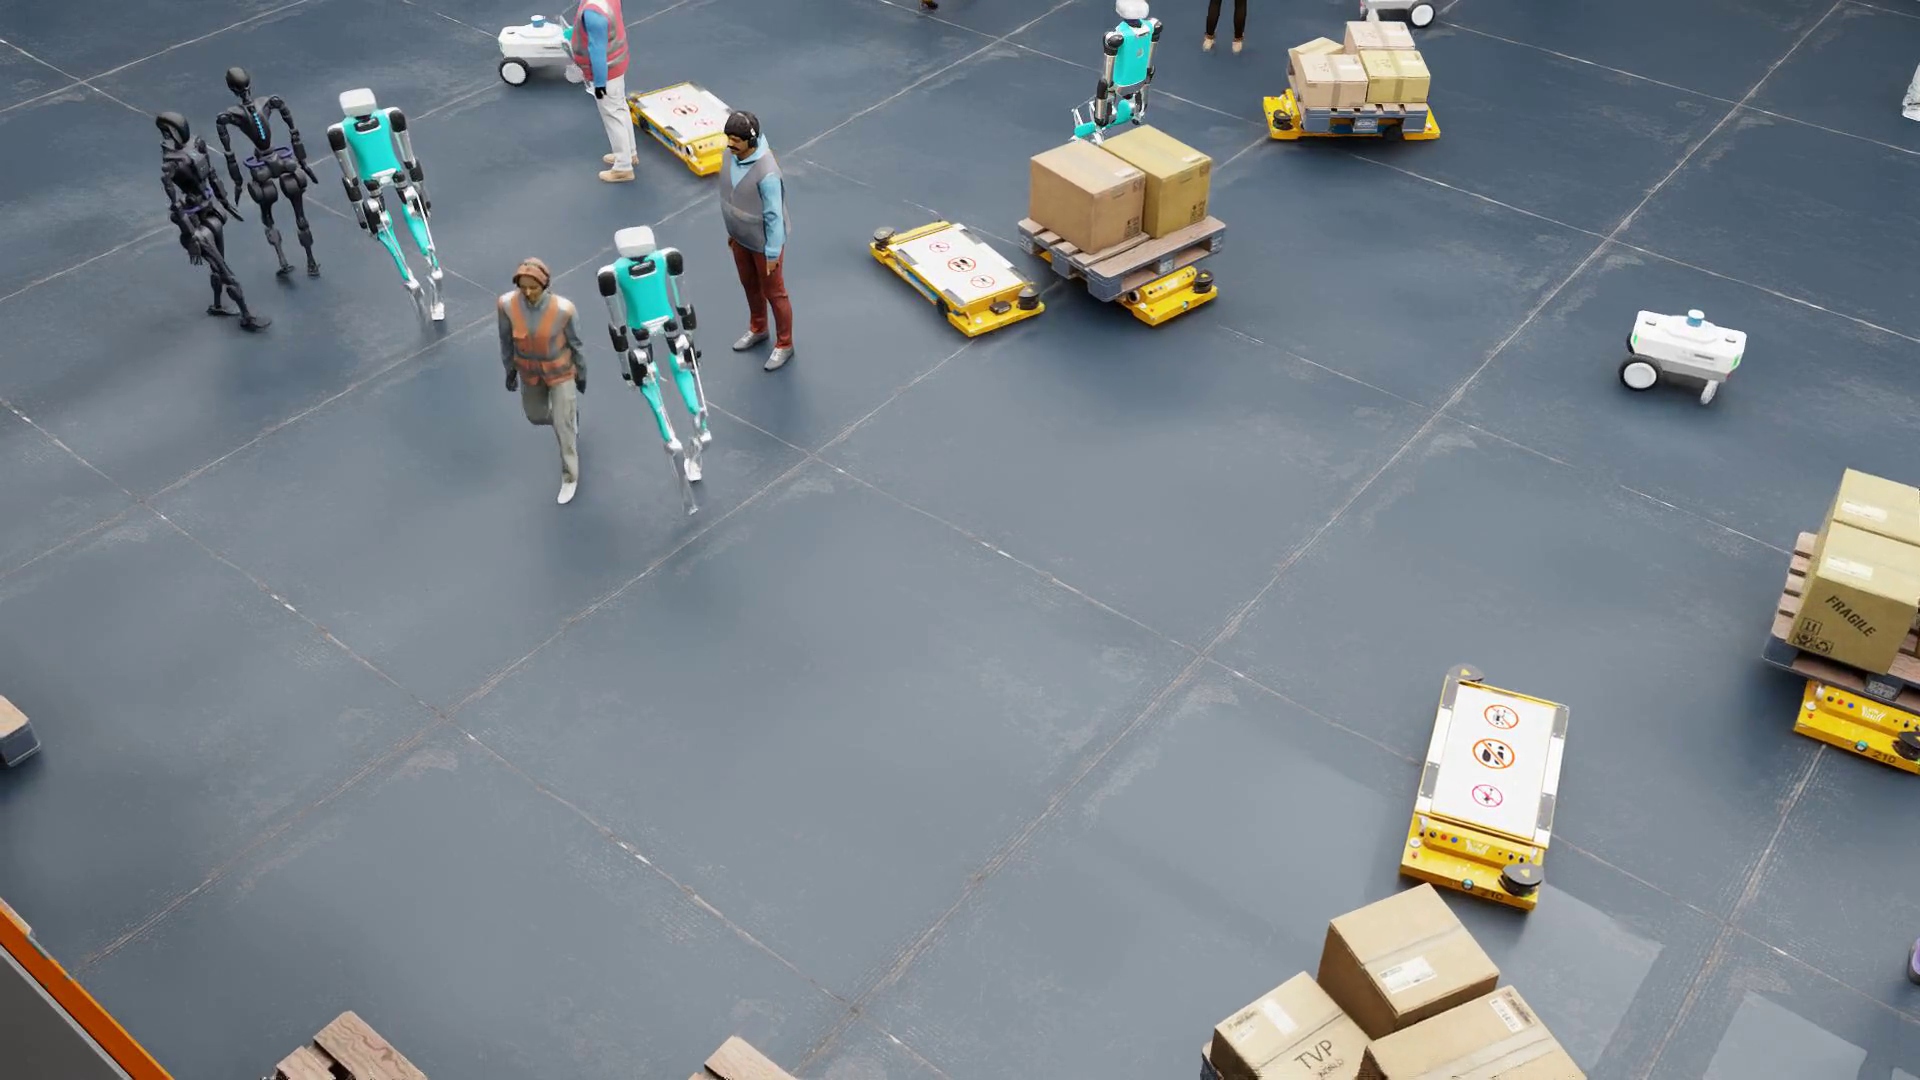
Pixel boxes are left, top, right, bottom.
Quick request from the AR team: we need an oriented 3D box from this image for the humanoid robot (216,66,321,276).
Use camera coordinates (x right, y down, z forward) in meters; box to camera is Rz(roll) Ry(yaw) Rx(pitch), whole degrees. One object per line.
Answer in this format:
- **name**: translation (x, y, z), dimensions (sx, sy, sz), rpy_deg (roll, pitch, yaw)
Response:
- **humanoid robot**: translation (-5.013, -2.669, 12.130), dimensions (0.601, 1.647, 0.347), rpy_deg (-26, 47, -28)

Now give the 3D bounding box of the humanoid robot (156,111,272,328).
- **humanoid robot**: translation (-5.240, -2.247, 11.641), dimensions (0.581, 1.647, 0.592), rpy_deg (5, 41, 6)

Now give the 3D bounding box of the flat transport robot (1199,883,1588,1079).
- **flat transport robot**: translation (1.779, 2.547, 7.082), dimensions (0.659, 0.231, 1.431), rpy_deg (-16, 43, -18)

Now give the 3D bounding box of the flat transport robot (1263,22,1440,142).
- **flat transport robot**: translation (3.392, -3.704, 14.435), dimensions (1.431, 0.231, 0.659), rpy_deg (0, 40, 0)

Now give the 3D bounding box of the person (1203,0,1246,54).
- **person**: translation (2.491, -5.263, 15.175), dimensions (0.544, 1.692, 0.329), rpy_deg (8, 41, 9)

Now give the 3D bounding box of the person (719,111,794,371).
- **person**: translation (-1.365, -2.040, 11.244), dimensions (0.415, 1.872, 0.534), rpy_deg (-33, 50, -33)

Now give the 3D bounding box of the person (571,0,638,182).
- **person**: translation (-2.863, -3.775, 13.316), dimensions (0.431, 1.838, 0.629), rpy_deg (-1, 40, -1)

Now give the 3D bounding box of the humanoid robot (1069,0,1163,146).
- **humanoid robot**: translation (1.133, -3.439, 12.887), dimensions (0.533, 1.677, 0.735), rpy_deg (-27, 47, -28)

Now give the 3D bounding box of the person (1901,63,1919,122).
- **person**: translation (8.492, -4.430, 14.155), dimensions (0.325, 1.740, 0.494), rpy_deg (19, 44, 21)

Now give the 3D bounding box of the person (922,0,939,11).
- **person**: translation (-0.058, -5.987, 16.000), dimensions (0.520, 1.713, 0.882), rpy_deg (21, 44, 22)

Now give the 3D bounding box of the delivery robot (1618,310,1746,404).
- **delivery robot**: translation (4.932, -1.301, 11.381), dimensions (0.758, 0.586, 0.512), rpy_deg (16, 43, 18)

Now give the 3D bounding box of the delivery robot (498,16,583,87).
- **delivery robot**: translation (-3.806, -4.455, 15.097), dimensions (0.789, 0.593, 0.499), rpy_deg (0, 40, 0)

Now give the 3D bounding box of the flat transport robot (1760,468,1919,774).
- **flat transport robot**: translation (5.139, 0.680, 9.278), dimensions (0.659, 0.231, 1.431), rpy_deg (21, 44, 22)

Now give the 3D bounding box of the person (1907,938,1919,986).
- **person**: translation (4.635, 1.382, 7.235), dimensions (0.568, 1.842, 0.373), rpy_deg (30, 49, 31)

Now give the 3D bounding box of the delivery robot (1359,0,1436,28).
- **delivery robot**: translation (4.228, -5.266, 16.059), dimensions (0.775, 0.603, 0.525), rpy_deg (-2, 40, -3)

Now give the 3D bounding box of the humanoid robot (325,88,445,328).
- **humanoid robot**: translation (-3.875, -2.150, 11.544), dimensions (0.563, 1.884, 0.720), rpy_deg (-22, 45, -24)

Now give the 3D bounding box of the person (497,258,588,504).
- **person**: translation (-2.527, -1.057, 10.270), dimensions (0.518, 1.614, 0.661), rpy_deg (7, 41, 9)

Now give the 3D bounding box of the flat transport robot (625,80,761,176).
- **flat transport robot**: translation (-2.293, -3.557, 14.262), dimensions (0.659, 0.231, 1.431), rpy_deg (-25, 46, -26)

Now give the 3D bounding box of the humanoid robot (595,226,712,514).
- **humanoid robot**: translation (-1.764, -0.932, 10.129), dimensions (0.566, 1.896, 0.772), rpy_deg (-18, 44, -20)

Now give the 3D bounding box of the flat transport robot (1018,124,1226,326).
- **flat transport robot**: translation (1.207, -2.093, 12.540), dimensions (0.659, 0.231, 1.431), rpy_deg (-27, 47, -28)

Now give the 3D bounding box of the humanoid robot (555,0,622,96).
- **humanoid robot**: translation (-3.233, -4.587, 14.380), dimensions (0.752, 1.827, 0.565), rpy_deg (14, 42, 16)

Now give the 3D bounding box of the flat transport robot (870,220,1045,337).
- **flat transport robot**: translation (-0.036, -2.000, 12.430), dimensions (0.659, 0.231, 1.431), rpy_deg (-22, 45, -24)

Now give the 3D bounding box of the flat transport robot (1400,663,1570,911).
- **flat transport robot**: translation (2.741, 1.241, 8.618), dimensions (0.659, 0.231, 1.431), rpy_deg (14, 42, 16)
